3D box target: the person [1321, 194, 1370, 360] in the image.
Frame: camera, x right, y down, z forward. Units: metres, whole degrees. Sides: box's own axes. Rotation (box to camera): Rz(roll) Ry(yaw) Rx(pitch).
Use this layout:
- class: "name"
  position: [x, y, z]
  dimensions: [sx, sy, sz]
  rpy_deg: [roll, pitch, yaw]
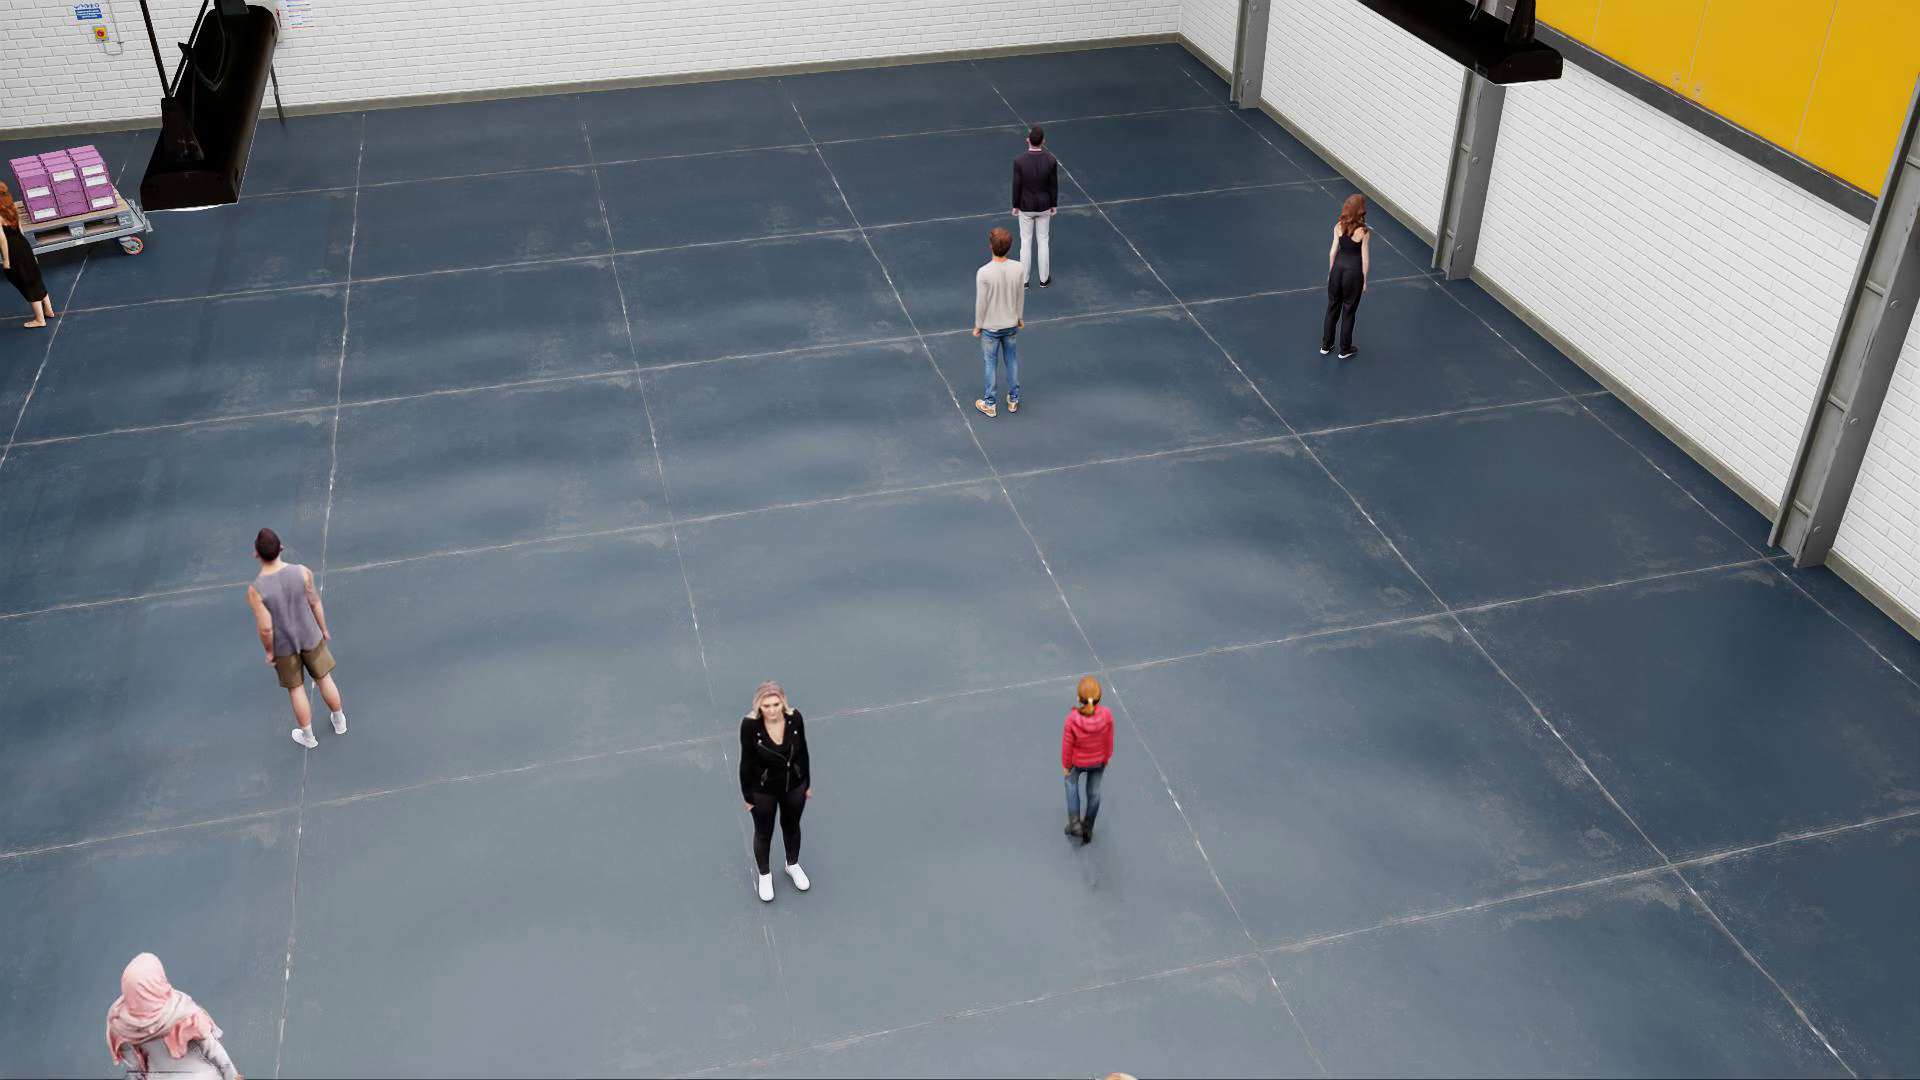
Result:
- class: "person"
  position: [3.944, -2.702, 16.996]
  dimensions: [0.644, 1.748, 0.726]
  rpy_deg: [23, 40, 30]

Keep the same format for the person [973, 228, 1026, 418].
- class: "person"
  position: [0.383, -2.077, 15.913]
  dimensions: [0.675, 1.905, 0.592]
  rpy_deg: [-11, 35, -16]

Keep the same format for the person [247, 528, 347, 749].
- class: "person"
  position: [-4.743, 0.699, 11.853]
  dimensions: [0.718, 1.847, 0.726]
  rpy_deg: [-25, 41, -33]

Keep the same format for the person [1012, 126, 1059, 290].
- class: "person"
  position: [0.823, -3.670, 18.364]
  dimensions: [0.709, 1.844, 0.641]
  rpy_deg: [0, 34, -1]

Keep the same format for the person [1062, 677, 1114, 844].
- class: "person"
  position: [0.865, 1.506, 11.061]
  dimensions: [0.546, 1.308, 0.558]
  rpy_deg: [-3, 34, -5]

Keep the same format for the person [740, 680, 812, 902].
- class: "person"
  position: [-1.168, 1.573, 10.621]
  dimensions: [0.636, 1.685, 0.562]
  rpy_deg: [-12, 36, -18]

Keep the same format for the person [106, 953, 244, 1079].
- class: "person"
  position: [-4.028, 2.846, 8.600]
  dimensions: [0.701, 1.802, 0.672]
  rpy_deg: [0, 34, 1]

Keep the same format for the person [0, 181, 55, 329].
- class: "person"
  position: [-9.975, -3.038, 17.613]
  dimensions: [0.698, 1.625, 0.596]
  rpy_deg: [2, 34, 3]
